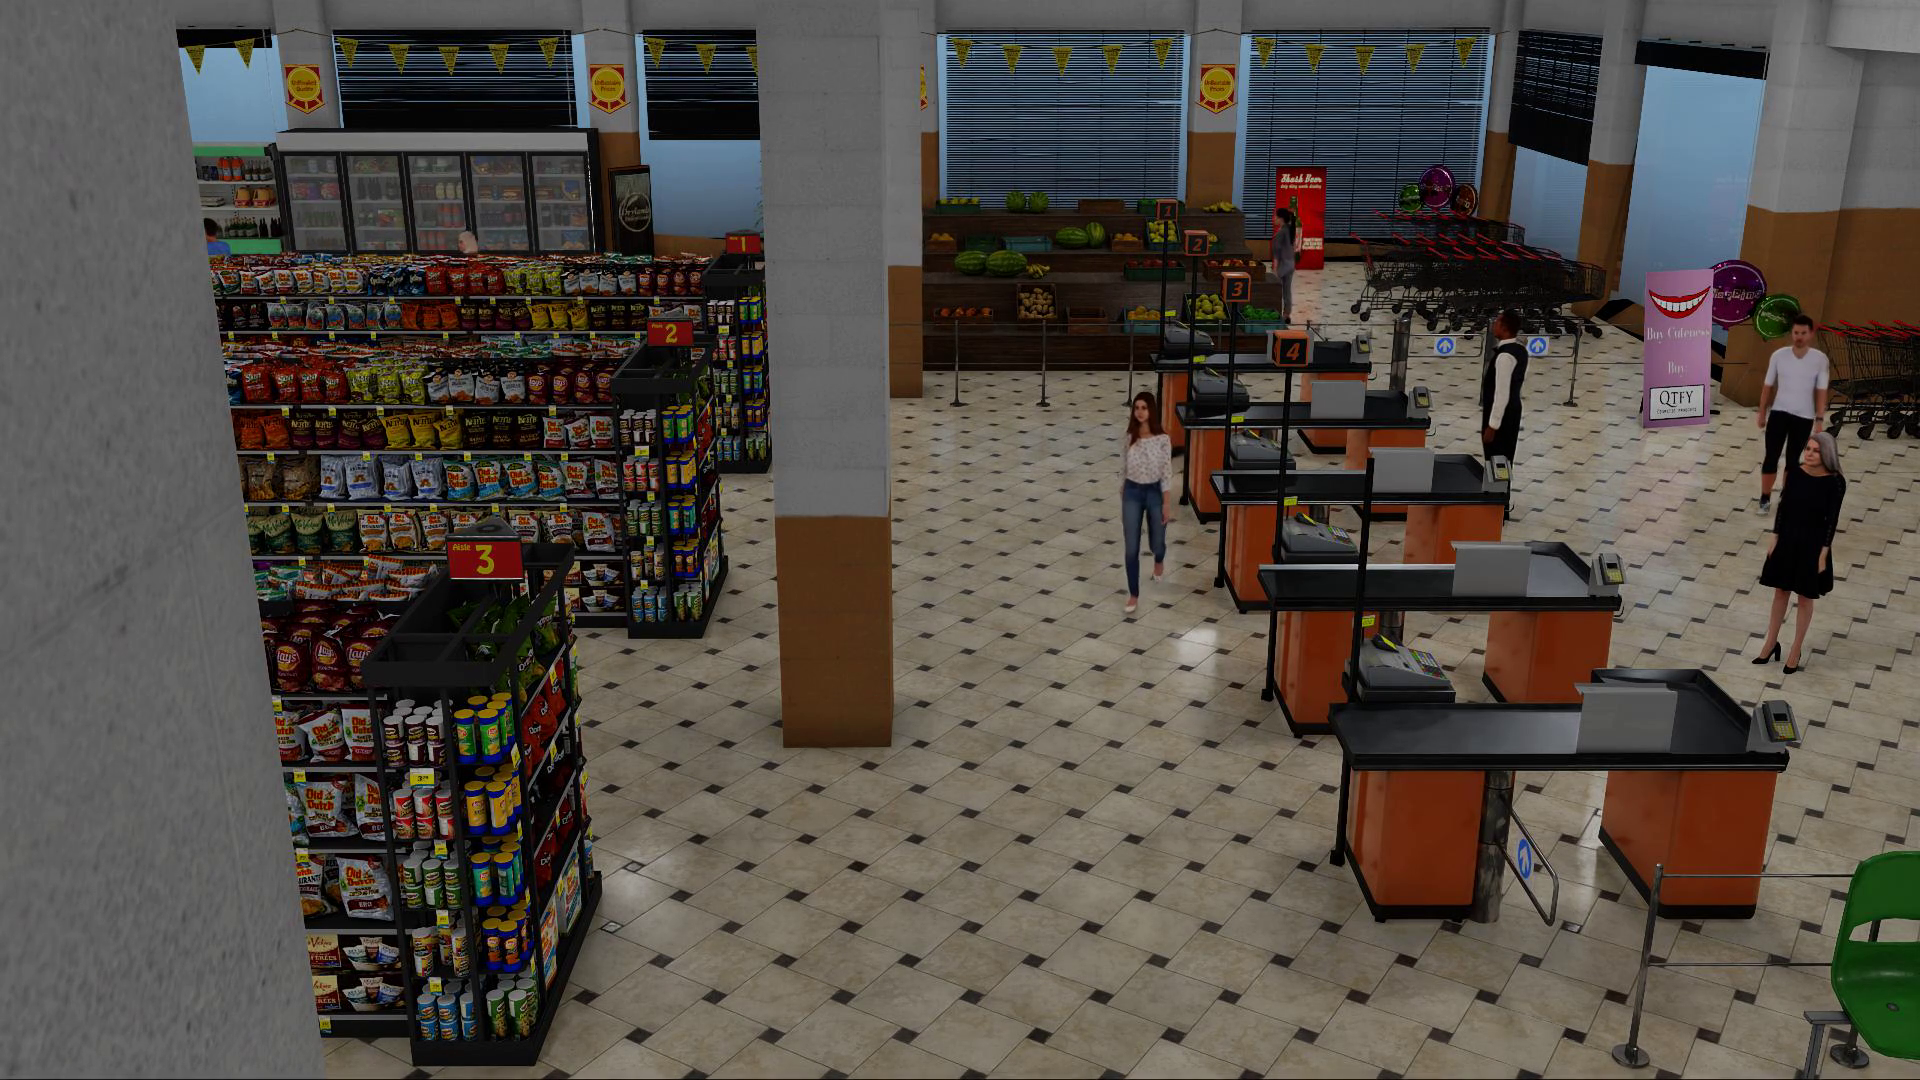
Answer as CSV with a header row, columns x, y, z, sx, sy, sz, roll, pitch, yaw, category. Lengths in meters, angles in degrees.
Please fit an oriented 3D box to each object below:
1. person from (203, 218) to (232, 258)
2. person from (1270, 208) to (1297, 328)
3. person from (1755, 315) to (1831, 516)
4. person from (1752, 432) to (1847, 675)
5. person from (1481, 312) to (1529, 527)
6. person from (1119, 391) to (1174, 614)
x,y,z,sx,sy,sz,roll,pitch,yaw,category
-9.336,-3.125,20.997,0.668,1.863,0.715,6,20,18,person
4.590,-3.780,23.267,0.828,1.653,0.773,17,25,41,person
7.614,-1.149,15.194,1.005,1.827,1.009,9,21,25,person
5.900,0.081,11.671,0.734,1.747,0.699,-12,22,-32,person
4.840,-1.085,14.862,0.784,1.918,0.785,12,22,31,person
1.454,-0.321,12.914,0.938,1.714,0.811,6,19,17,person
